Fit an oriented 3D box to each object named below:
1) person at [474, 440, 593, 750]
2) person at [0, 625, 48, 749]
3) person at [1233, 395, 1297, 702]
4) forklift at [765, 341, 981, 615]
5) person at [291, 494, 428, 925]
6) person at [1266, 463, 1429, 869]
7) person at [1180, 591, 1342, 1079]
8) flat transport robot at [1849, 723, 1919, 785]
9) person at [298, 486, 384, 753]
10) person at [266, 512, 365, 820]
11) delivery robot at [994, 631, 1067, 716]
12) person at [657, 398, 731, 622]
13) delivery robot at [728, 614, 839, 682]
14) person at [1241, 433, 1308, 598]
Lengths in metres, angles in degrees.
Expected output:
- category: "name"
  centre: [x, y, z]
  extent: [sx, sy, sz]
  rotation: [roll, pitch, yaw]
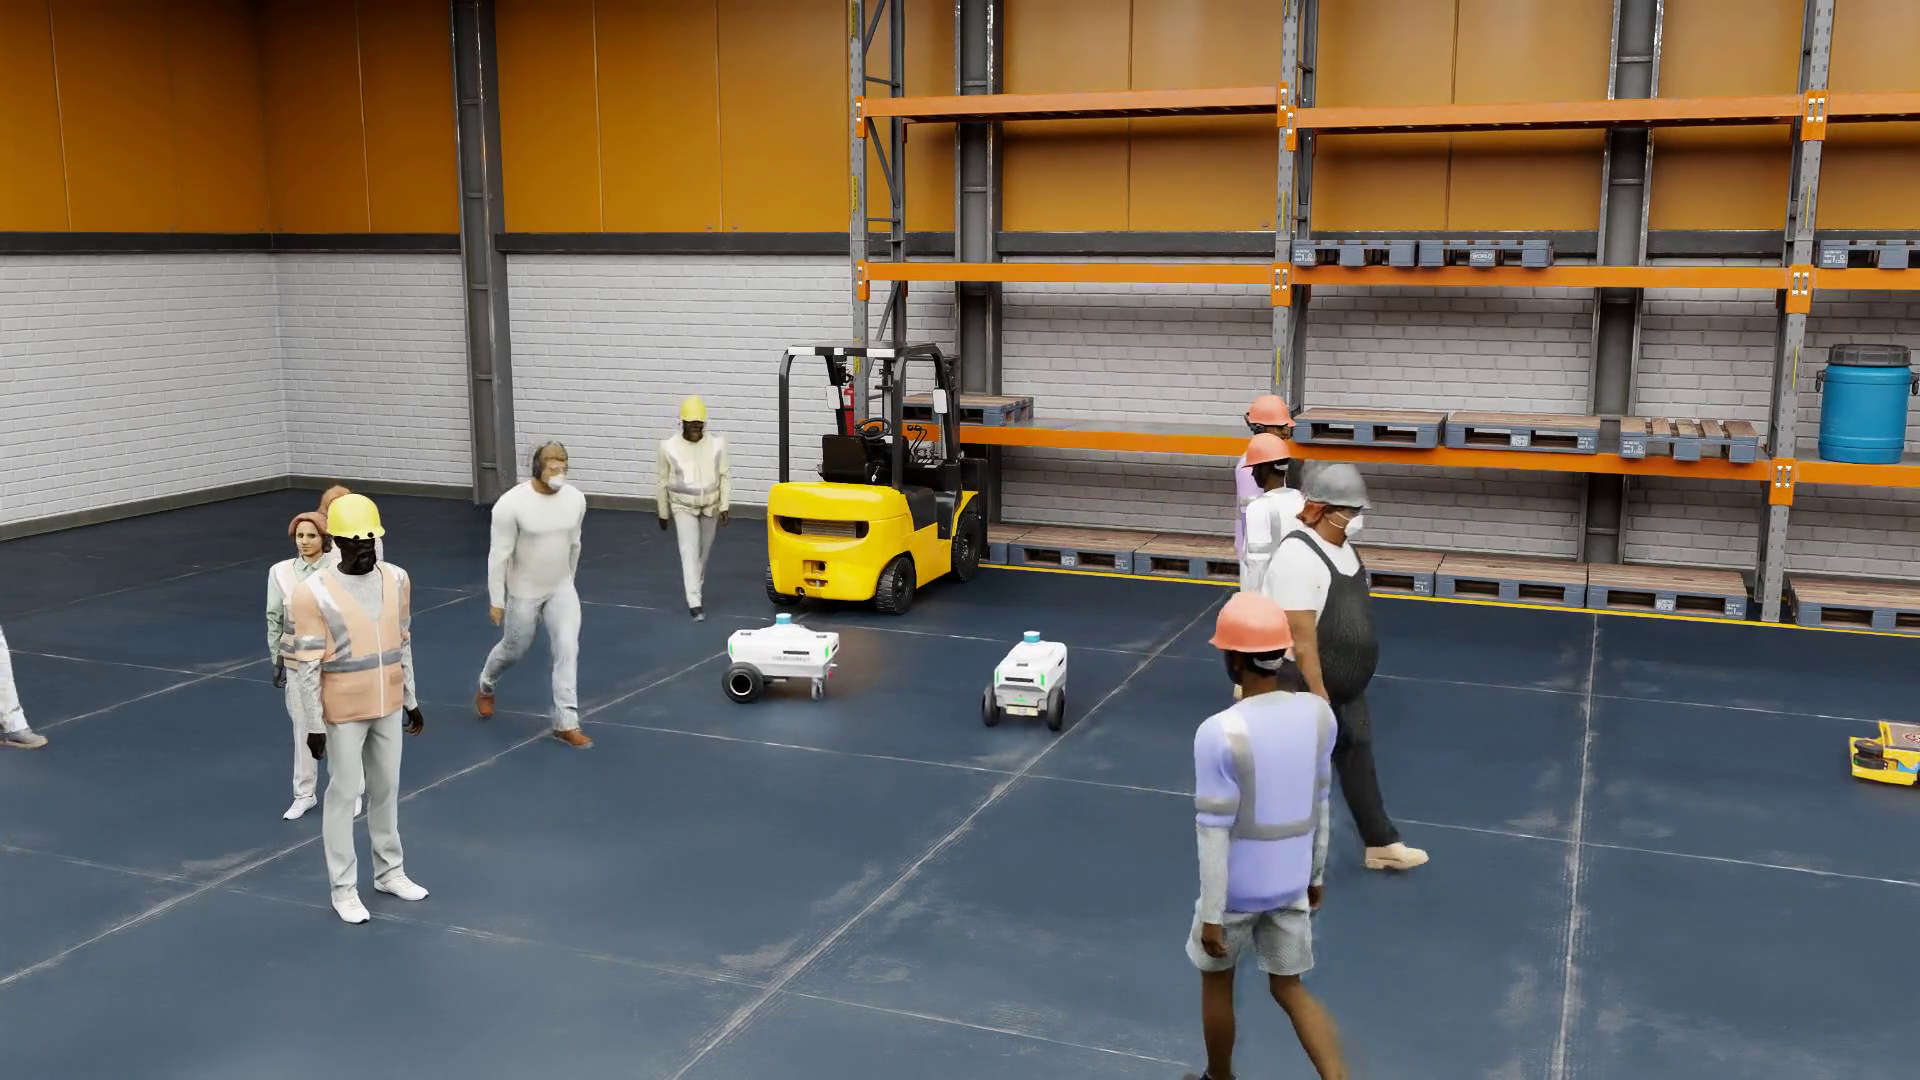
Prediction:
- category: "person"
  centre: [-2.642, 0.293, 10.186]
  extent: [0.656, 1.882, 1.025]
  rotation: [-10, 14, -43]
- category: "person"
  centre: [-6.026, 0.361, 9.896]
  extent: [0.945, 1.842, 0.631]
  rotation: [1, 10, 5]
- category: "person"
  centre: [2.006, 0.064, 10.954]
  extent: [0.373, 2.042, 0.614]
  rotation: [4, 11, 23]
- category: "forklift"
  centre: [-0.739, -0.602, 14.246]
  extent: [1.214, 2.155, 2.313]
  rotation: [4, 11, 21]
- category: "person"
  centre: [-2.685, 0.742, 7.500]
  extent: [0.366, 1.926, 0.594]
  rotation: [7, 12, 33]
- category: "person"
  centre: [1.787, 0.617, 7.883]
  extent: [0.958, 2.000, 0.704]
  rotation: [8, 13, 38]
- category: "person"
  centre: [1.012, 1.120, 5.440]
  extent: [0.549, 1.909, 0.818]
  rotation: [-5, 11, -25]
- category: "flat transport robot"
  centre: [5.798, 1.247, 9.305]
  extent: [1.431, 0.197, 0.652]
  rotation: [5, 11, 26]
- category: "person"
  centre: [-3.705, 0.449, 10.070]
  extent: [0.517, 1.598, 0.589]
  rotation: [0, 10, 3]
- category: "person"
  centre: [-3.374, 0.658, 8.761]
  extent: [0.515, 1.645, 0.309]
  rotation: [0, 10, -2]
- category: "delivery robot"
  centre: [0.455, 0.825, 10.580]
  extent: [0.477, 0.478, 0.707]
  rotation: [2, 10, 15]
- category: "person"
  centre: [-2.177, -0.283, 13.624]
  extent: [0.572, 1.785, 0.903]
  rotation: [-4, 11, -24]
- category: "delivery robot"
  centre: [-1.171, 0.736, 11.097]
  extent: [0.707, 0.478, 0.477]
  rotation: [2, 10, 8]
- category: "person"
  centre: [1.807, 0.334, 9.771]
  extent: [0.372, 1.930, 0.543]
  rotation: [10, 14, 43]
